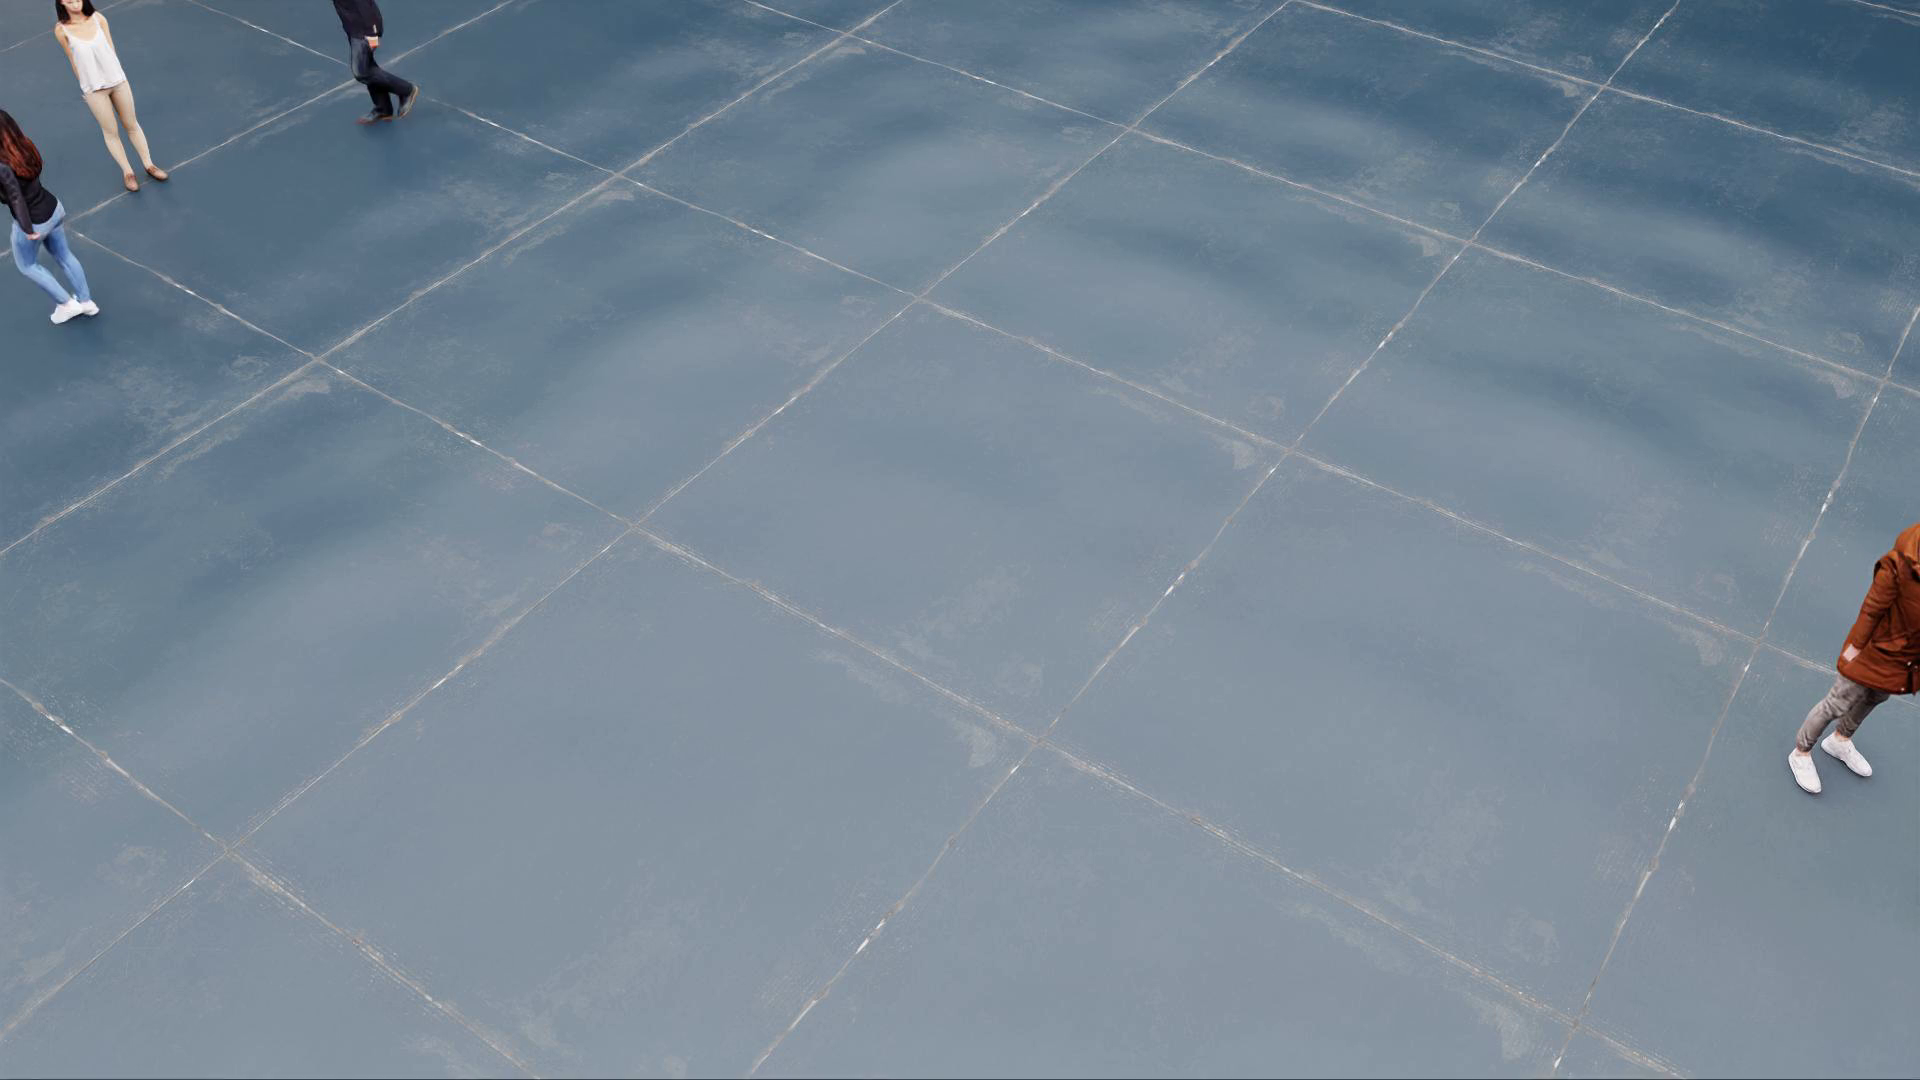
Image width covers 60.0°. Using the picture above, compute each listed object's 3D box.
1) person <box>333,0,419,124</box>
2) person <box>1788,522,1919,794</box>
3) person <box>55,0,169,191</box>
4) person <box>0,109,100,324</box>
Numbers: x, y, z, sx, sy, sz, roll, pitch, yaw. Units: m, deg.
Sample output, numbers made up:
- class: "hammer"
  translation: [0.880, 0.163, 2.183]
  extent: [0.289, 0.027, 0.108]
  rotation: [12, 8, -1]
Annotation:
- class: "person"
  translation: [-4.757, -4.206, 13.402]
  extent: [0.928, 1.802, 0.861]
  rotation: [-21, 47, -21]
- class: "person"
  translation: [4.639, 0.521, 8.314]
  extent: [0.841, 1.837, 0.883]
  rotation: [-12, 44, -13]
- class: "person"
  translation: [-6.585, -3.515, 12.771]
  extent: [0.566, 1.652, 0.618]
  rotation: [26, 49, 25]
- class: "person"
  translation: [-6.261, -2.212, 11.397]
  extent: [0.759, 1.624, 0.747]
  rotation: [3, 43, 3]
